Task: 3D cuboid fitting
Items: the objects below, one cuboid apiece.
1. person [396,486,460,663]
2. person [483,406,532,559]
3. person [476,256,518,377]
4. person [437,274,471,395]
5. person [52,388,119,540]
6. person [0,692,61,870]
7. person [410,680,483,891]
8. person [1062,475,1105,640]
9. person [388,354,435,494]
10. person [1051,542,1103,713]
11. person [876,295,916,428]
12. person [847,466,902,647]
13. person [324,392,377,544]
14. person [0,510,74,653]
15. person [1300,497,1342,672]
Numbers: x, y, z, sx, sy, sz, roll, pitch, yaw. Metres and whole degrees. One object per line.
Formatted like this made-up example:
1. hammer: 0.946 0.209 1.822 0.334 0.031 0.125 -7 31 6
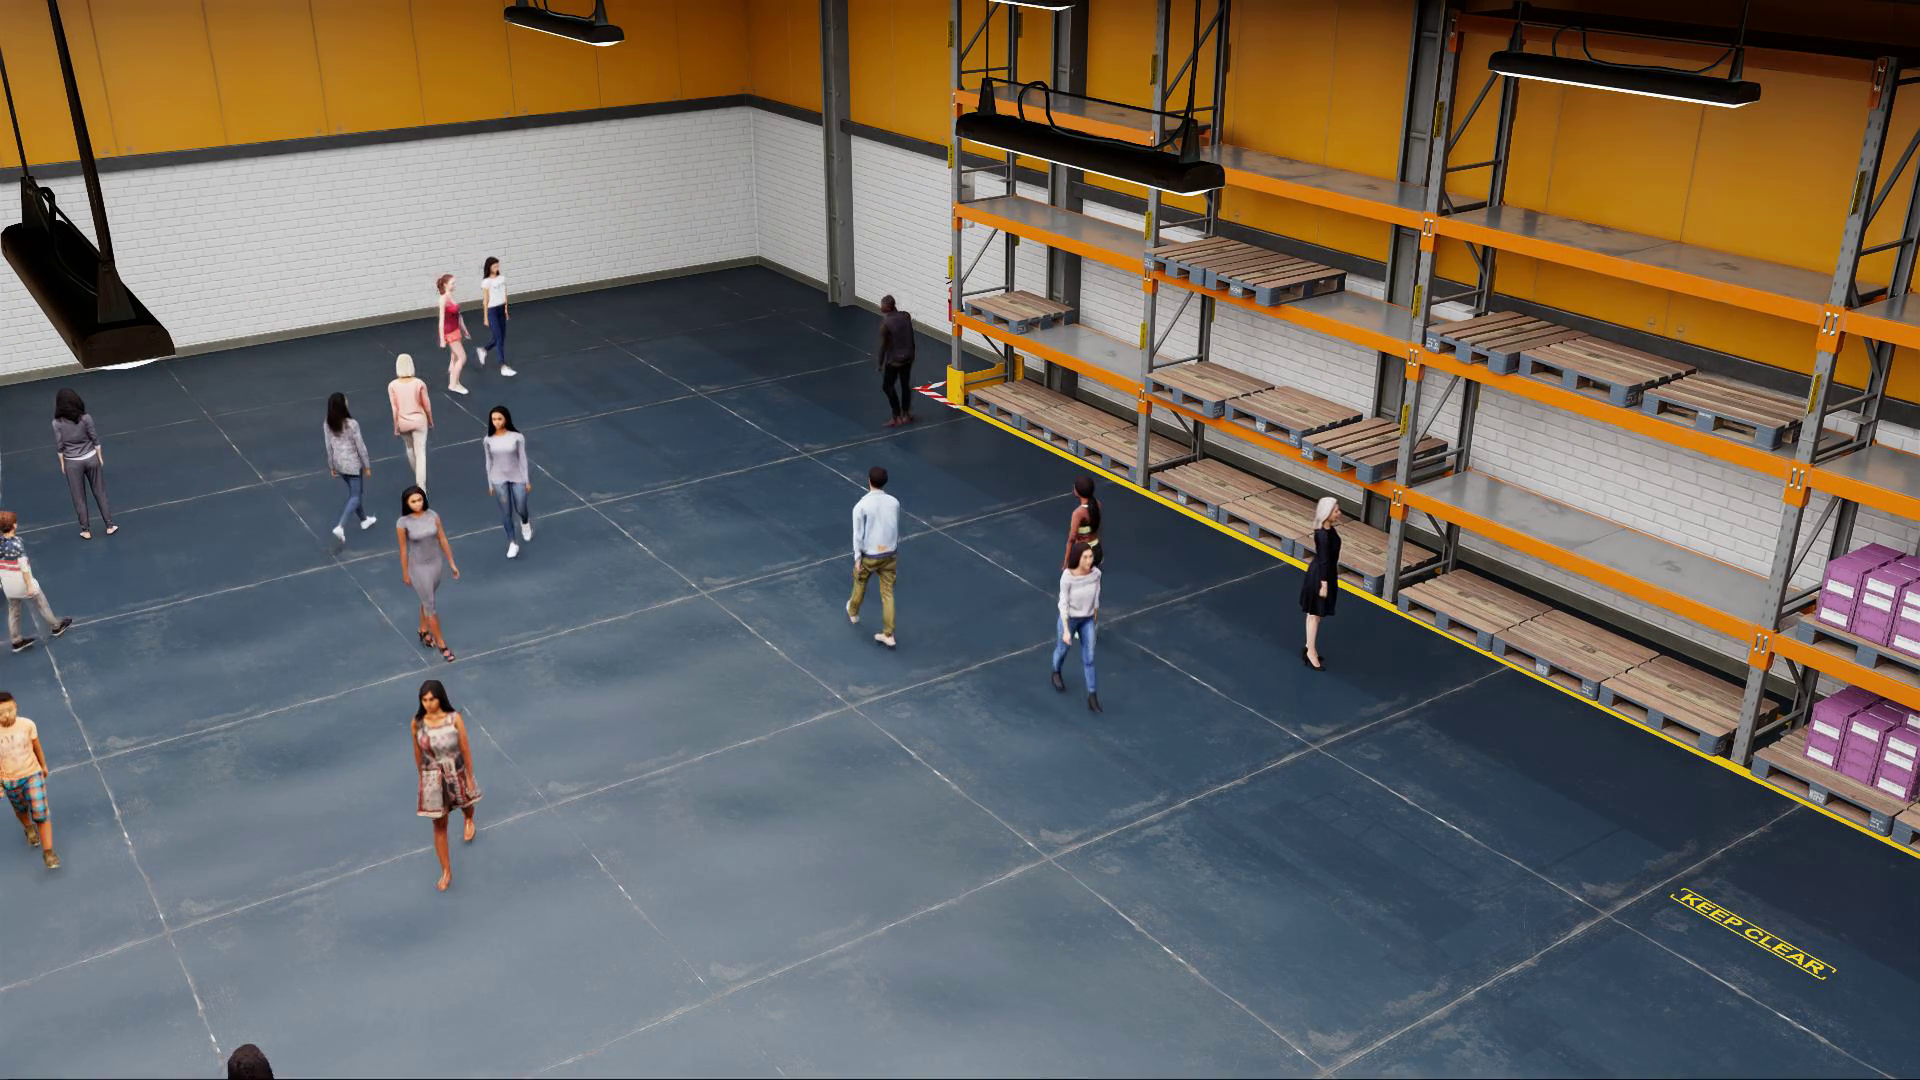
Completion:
1. person: -5.250 0.284 16.193 1.044 1.751 0.740 20 30 38
2. person: -4.981 -0.685 18.442 0.816 1.725 0.905 -2 24 -4
3. person: -6.867 -3.282 24.349 1.107 1.754 0.917 12 26 25
4. person: -7.261 -2.907 23.515 0.785 1.734 0.718 1 24 2
5. person: -9.941 -0.874 18.827 0.600 1.765 0.520 -14 27 -29
6. person: -7.381 1.835 13.049 0.537 1.428 0.984 -15 28 -31
7. person: -3.963 1.793 12.922 0.935 1.606 1.213 -4 24 -9
8. person: 1.321 0.220 16.355 0.622 1.739 0.634 -21 31 -40
9. person: -6.597 -1.359 20.044 0.921 1.679 1.234 -5 24 -11
10. person: 1.023 0.752 15.327 0.792 1.588 1.116 -9 25 -19
11. person: -0.784 -2.428 22.322 0.807 1.812 0.600 -11 26 -24
12. person: -0.768 0.193 16.378 0.853 1.769 1.186 -11 26 -23
13. person: -6.931 -0.796 18.722 1.128 1.705 1.140 6 24 13
14. person: -9.277 0.424 16.291 0.864 1.416 0.888 7 24 15
15. person: 3.466 0.397 15.940 0.753 1.747 0.699 5 24 11
